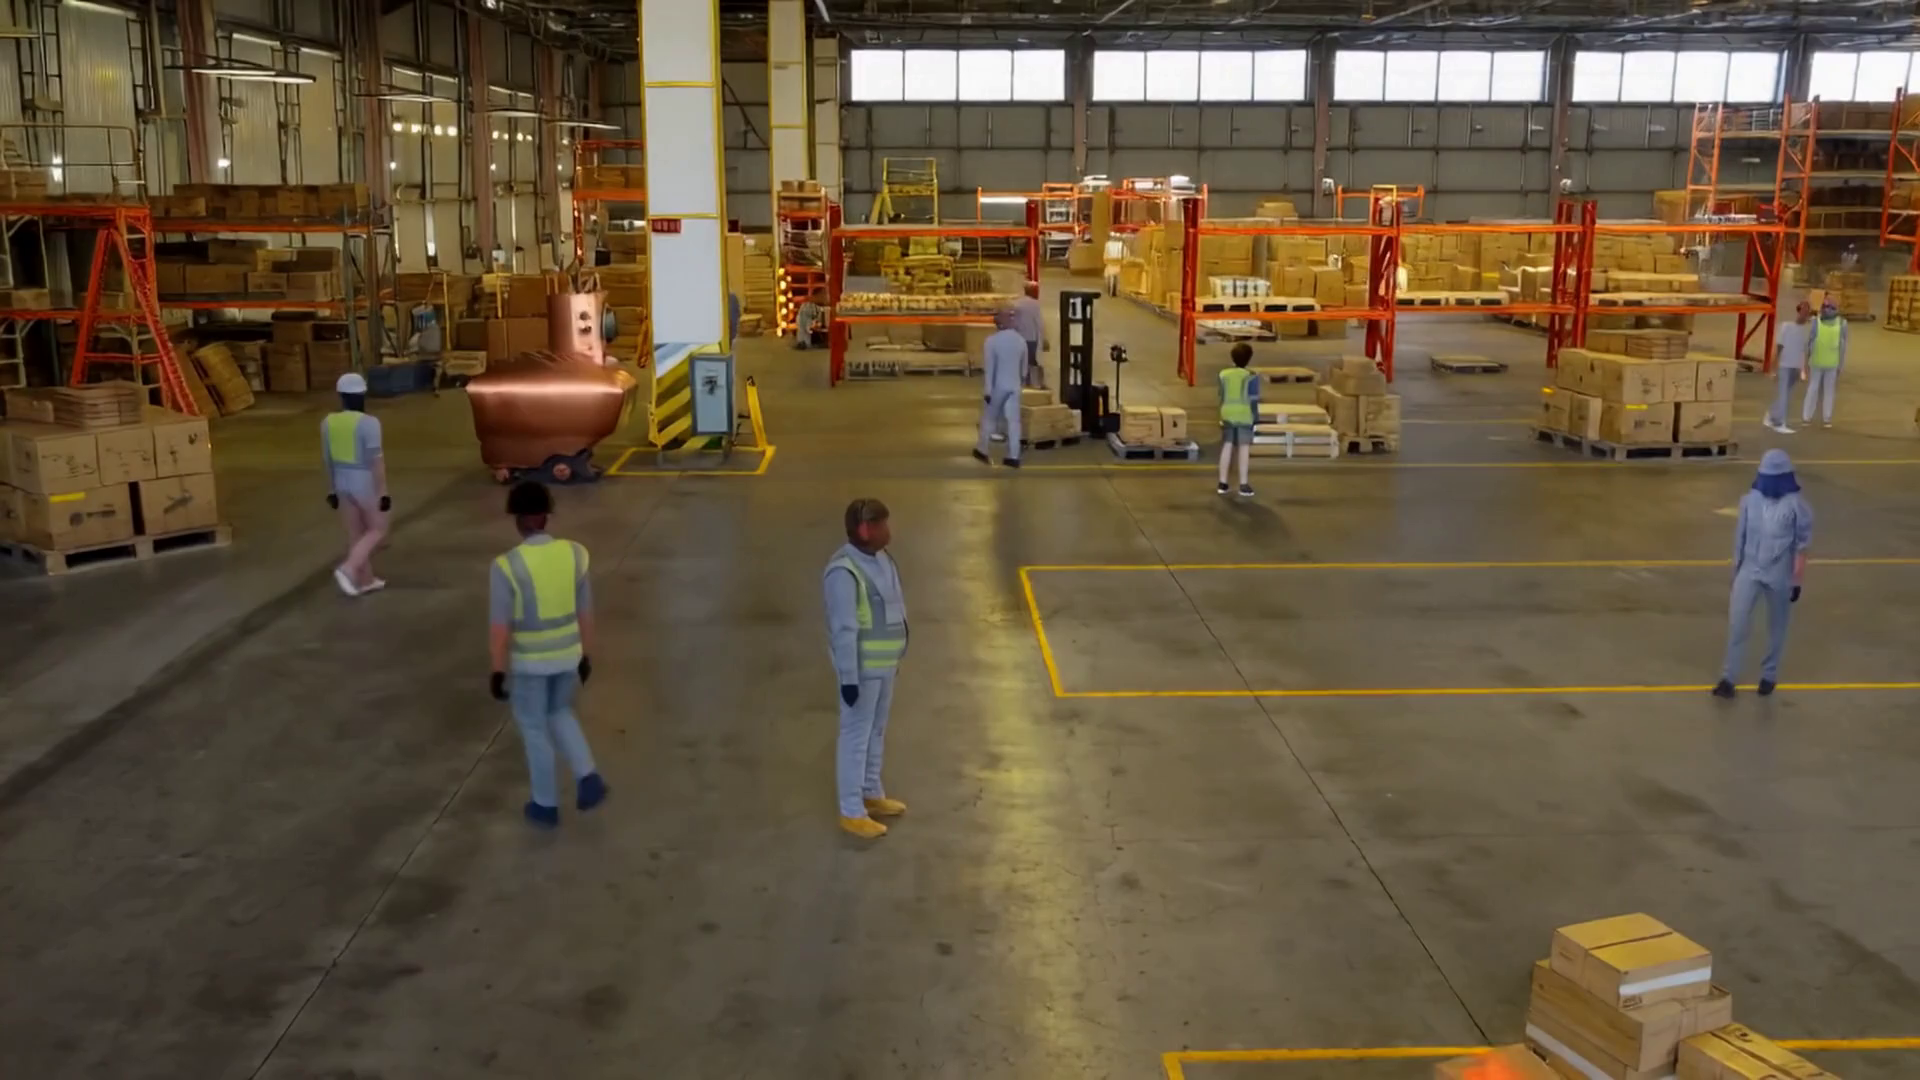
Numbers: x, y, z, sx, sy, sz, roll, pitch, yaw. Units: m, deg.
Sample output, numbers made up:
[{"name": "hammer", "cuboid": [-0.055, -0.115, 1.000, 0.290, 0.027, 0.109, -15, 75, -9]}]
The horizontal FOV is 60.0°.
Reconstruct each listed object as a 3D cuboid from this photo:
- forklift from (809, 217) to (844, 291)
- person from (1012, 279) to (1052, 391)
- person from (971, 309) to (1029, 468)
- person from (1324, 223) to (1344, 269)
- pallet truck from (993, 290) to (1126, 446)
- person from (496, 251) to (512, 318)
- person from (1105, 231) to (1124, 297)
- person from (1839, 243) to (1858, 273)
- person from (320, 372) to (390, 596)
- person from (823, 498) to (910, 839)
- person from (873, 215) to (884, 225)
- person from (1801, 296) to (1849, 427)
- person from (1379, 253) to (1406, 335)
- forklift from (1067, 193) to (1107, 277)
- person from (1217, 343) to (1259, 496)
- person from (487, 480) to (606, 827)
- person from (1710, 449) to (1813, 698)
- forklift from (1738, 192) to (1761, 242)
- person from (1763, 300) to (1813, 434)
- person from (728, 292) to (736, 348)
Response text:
[{"name": "forklift", "cuboid": [-4.375, -8.619, 48.637, 1.873, 2.768, 1.129, 0, 12, -2]}, {"name": "person", "cuboid": [1.142, -3.242, 26.647, 1.005, 1.868, 0.615, -10, 16, -39]}, {"name": "person", "cuboid": [0.481, -1.857, 20.307, 0.644, 1.909, 0.828, -7, 14, -30]}, {"name": "person", "cuboid": [11.891, -9.093, 52.920, 0.629, 1.940, 0.373, 1, 13, 6]}, {"name": "pallet truck", "cuboid": [1.257, -2.299, 22.111, 1.885, 1.965, 0.823, -9, 15, -35]}, {"name": "person", "cuboid": [-11.203, -6.260, 40.832, 0.313, 1.634, 0.515, -10, 16, -38]}, {"name": "person", "cuboid": [4.435, -7.934, 47.829, 0.552, 1.893, 1.007, 0, 12, -2]}, {"name": "person", "cuboid": [24.346, -7.303, 45.555, 0.535, 1.621, 0.382, -4, 13, -15]}, {"name": "person", "cuboid": [-5.095, -0.452, 13.967, 0.608, 1.911, 0.587, 5, 14, 22]}, {"name": "person", "cuboid": [-0.491, 0.678, 9.027, 0.429, 1.842, 0.637, 4, 13, 18]}, {"name": "person", "cuboid": [-3.179, -11.842, 65.492, 0.619, 1.887, 1.004, 9, 15, 35]}, {"name": "person", "cuboid": [12.194, -2.514, 23.442, 0.505, 1.840, 0.346, 5, 13, 21]}, {"name": "person", "cuboid": [9.517, -5.460, 36.747, 0.572, 1.848, 0.964, -1, 13, -4]}, {"name": "forklift", "cuboid": [4.689, -10.424, 56.787, 1.873, 2.768, 1.129, -2, 13, -8]}, {"name": "person", "cuboid": [3.097, -1.347, 18.521, 0.321, 1.692, 0.534, -11, 17, -41]}, {"name": "person", "cuboid": [-2.262, 0.634, 9.031, 0.476, 1.933, 0.605, 11, 16, 39]}, {"name": "person", "cuboid": [5.428, 0.251, 11.227, 0.501, 1.720, 0.701, 11, 17, 42]}, {"name": "forklift", "cuboid": [28.541, -11.208, 60.324, 1.873, 2.768, 1.129, 0, 12, -2]}, {"name": "person", "cuboid": [11.421, -2.409, 22.993, 0.581, 1.839, 0.717, -3, 13, -11]}, {"name": "person", "cuboid": [-4.062, -3.550, 27.998, 0.561, 1.888, 0.964, 0, 12, 0]}]
